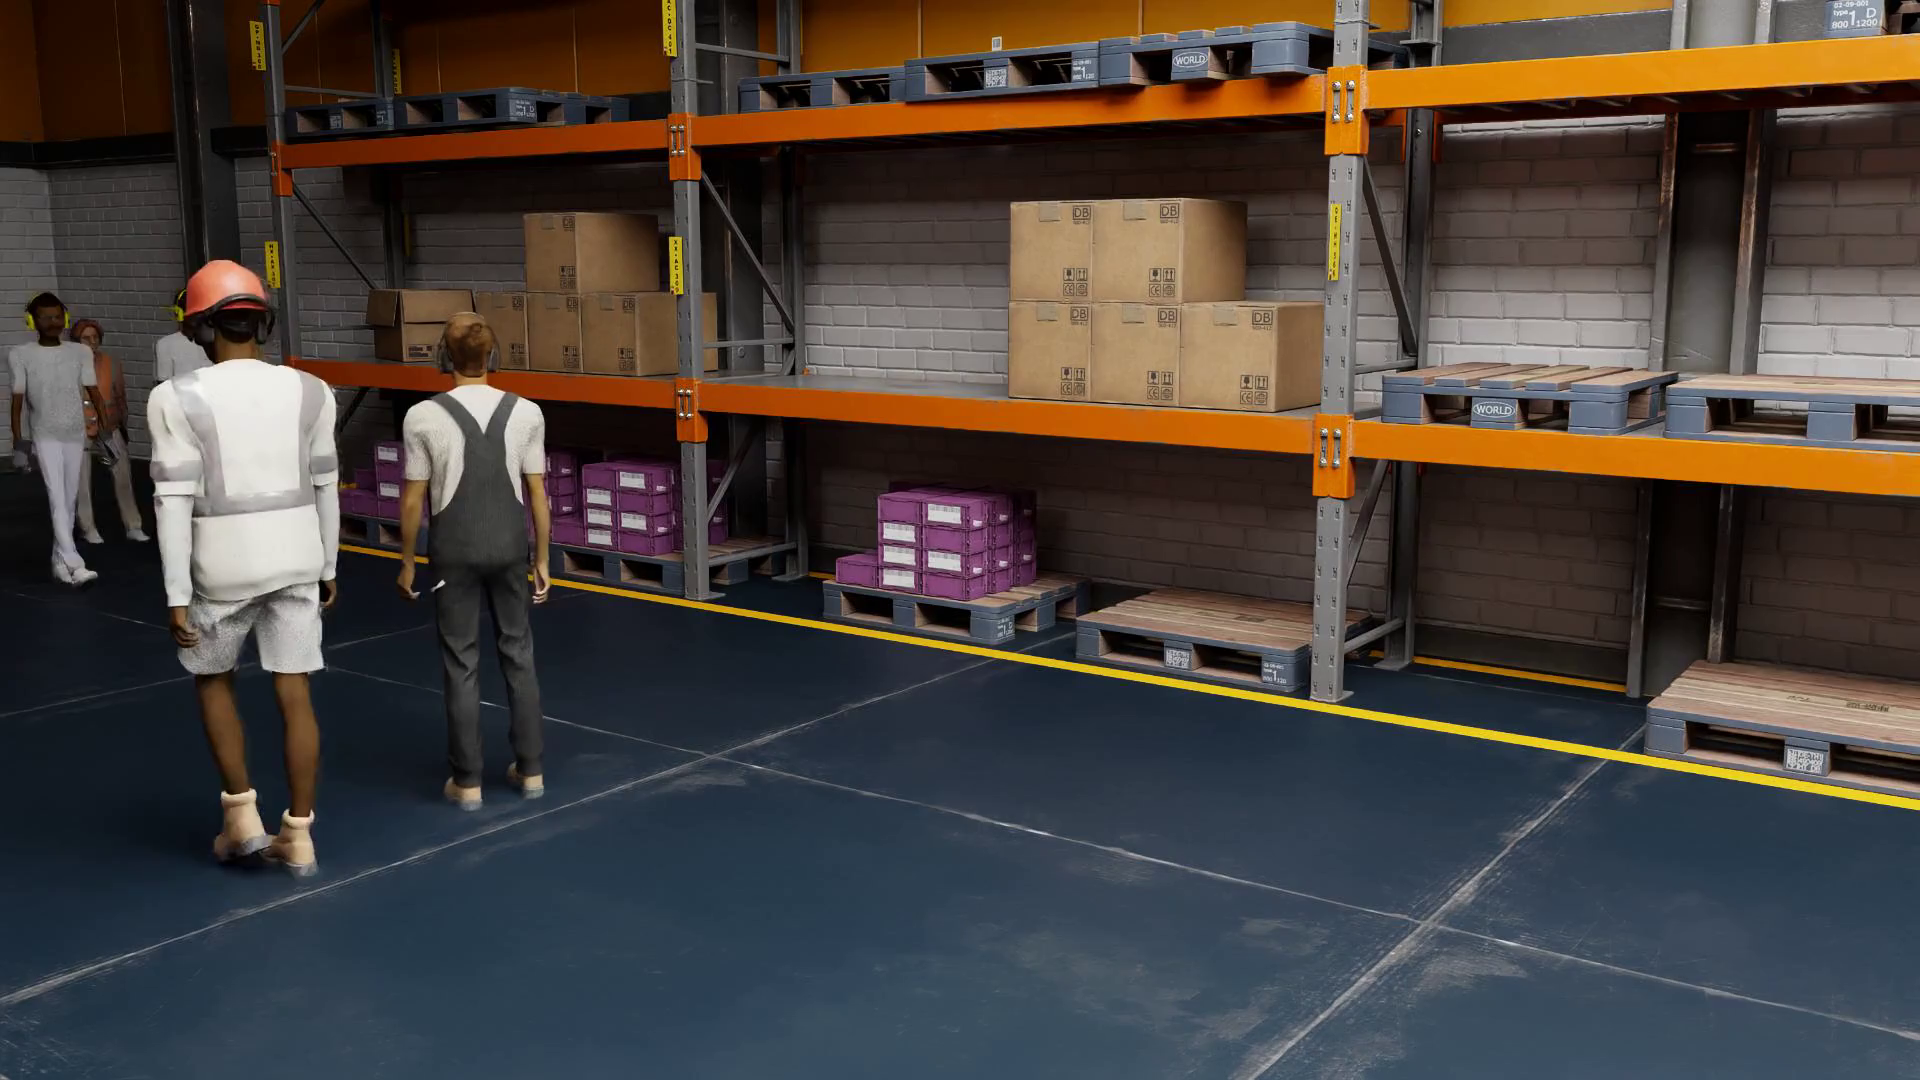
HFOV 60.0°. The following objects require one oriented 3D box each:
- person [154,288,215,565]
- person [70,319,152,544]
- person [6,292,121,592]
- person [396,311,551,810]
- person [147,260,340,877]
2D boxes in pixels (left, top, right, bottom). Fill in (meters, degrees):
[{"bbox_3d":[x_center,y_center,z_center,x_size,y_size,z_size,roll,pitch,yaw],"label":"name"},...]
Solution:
[{"bbox_3d":[-5.024,-0.735,10.987,0.395,1.852,0.527,4,10,23],"label":"person"},{"bbox_3d":[-6.074,-0.745,11.742,0.726,1.610,0.515,8,12,40],"label":"person"},{"bbox_3d":[-5.486,-0.594,10.234,0.946,1.828,0.516,8,12,38],"label":"person"},{"bbox_3d":[-1.780,0.083,6.147,0.526,1.842,0.384,-6,11,-31],"label":"person"},{"bbox_3d":[-2.336,0.099,5.492,0.630,2.018,0.580,-8,13,-41],"label":"person"}]
